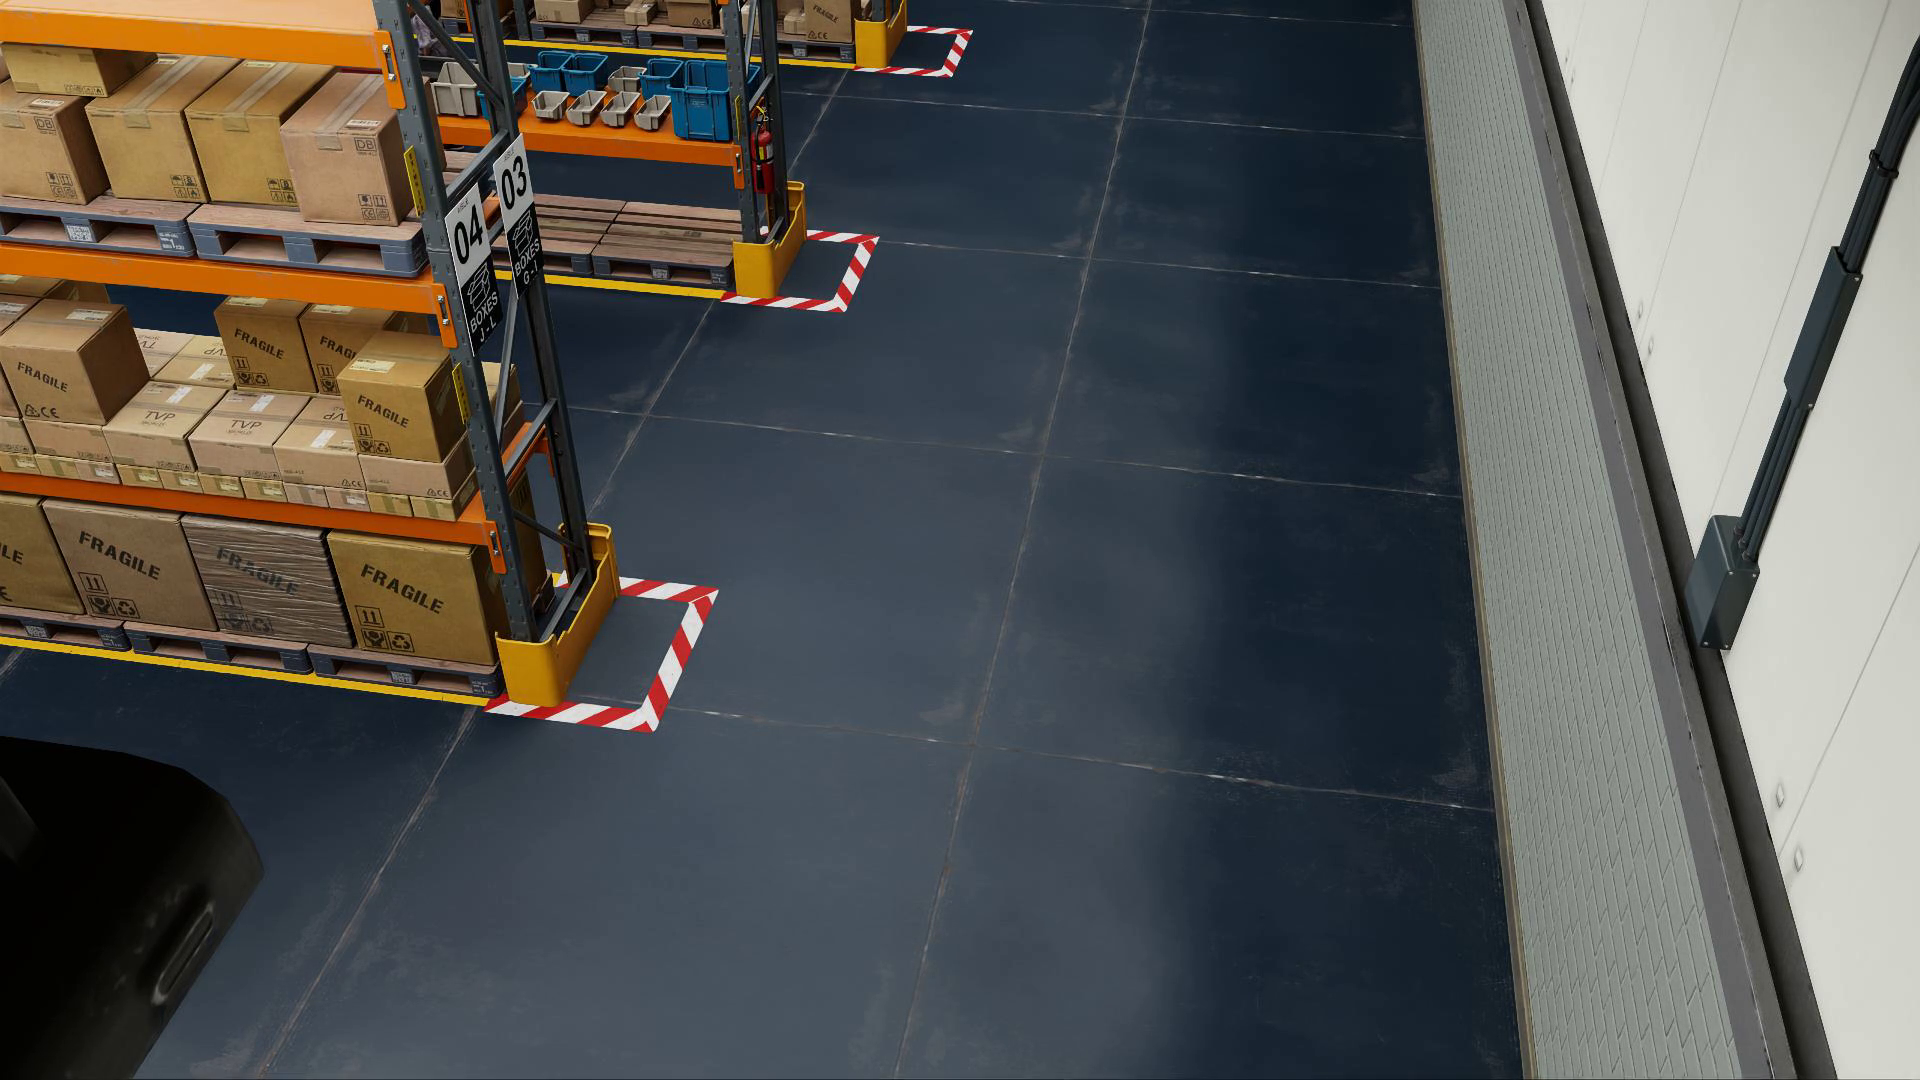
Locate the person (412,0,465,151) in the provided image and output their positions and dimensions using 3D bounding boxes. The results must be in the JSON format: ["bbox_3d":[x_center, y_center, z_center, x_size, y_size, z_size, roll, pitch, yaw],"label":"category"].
[{"bbox_3d":[-4.912,-4.530,15.657,0.535,1.734,0.616,4,38,5],"label":"person"}]
